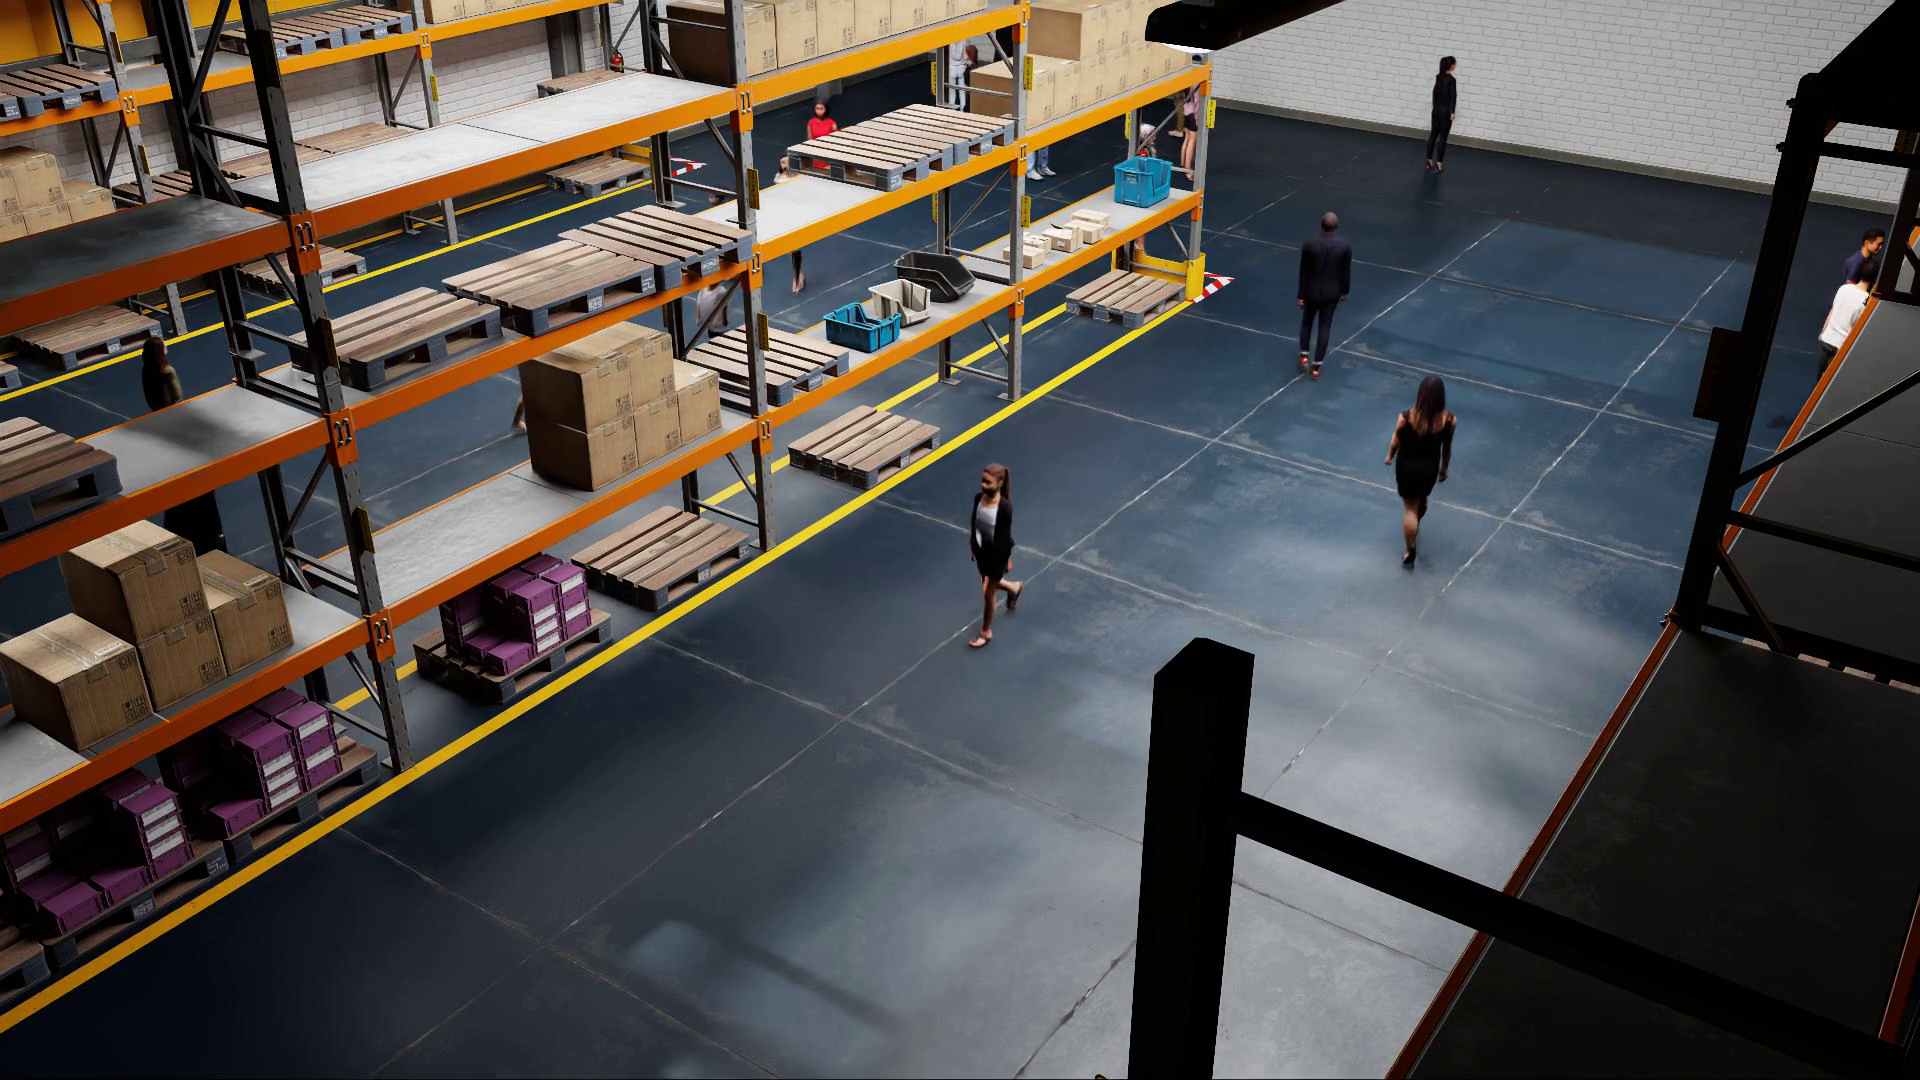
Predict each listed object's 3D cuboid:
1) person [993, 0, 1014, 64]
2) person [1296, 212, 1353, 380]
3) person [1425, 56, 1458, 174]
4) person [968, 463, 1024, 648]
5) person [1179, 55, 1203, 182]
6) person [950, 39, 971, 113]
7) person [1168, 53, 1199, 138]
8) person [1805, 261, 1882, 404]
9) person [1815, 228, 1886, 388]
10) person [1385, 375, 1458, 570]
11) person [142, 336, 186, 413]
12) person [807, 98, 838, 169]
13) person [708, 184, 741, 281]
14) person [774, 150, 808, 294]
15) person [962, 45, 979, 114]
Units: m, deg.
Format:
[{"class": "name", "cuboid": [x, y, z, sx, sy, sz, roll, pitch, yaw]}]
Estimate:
[{"class": "person", "cuboid": [0.766, -8.096, 27.957, 0.601, 1.799, 0.807, -23, 36, -36]}, {"class": "person", "cuboid": [3.888, -2.606, 17.892, 0.892, 1.799, 0.985, 6, 29, 10]}, {"class": "person", "cuboid": [7.227, -6.383, 24.908, 0.629, 1.711, 0.646, -14, 32, -25]}, {"class": "person", "cuboid": [0.305, 0.061, 13.274, 0.590, 1.539, 0.975, 21, 35, 34]}, {"class": "person", "cuboid": [3.419, -6.218, 24.502, 0.756, 1.810, 0.693, -5, 29, -8]}, {"class": "person", "cuboid": [-0.051, -7.564, 26.985, 0.659, 1.795, 0.721, -5, 29, -9]}, {"class": "person", "cuboid": [3.599, -7.404, 26.677, 0.588, 1.809, 0.789, -23, 36, -36]}, {"class": "person", "cuboid": [8.900, -2.026, 16.938, 0.852, 1.694, 0.791, -7, 29, -12]}, {"class": "person", "cuboid": [9.421, -2.464, 17.647, 0.710, 1.784, 0.465, 20, 35, 33]}, {"class": "person", "cuboid": [3.943, -0.545, 14.236, 0.965, 1.682, 1.084, 0, 29, 0]}, {"class": "person", "cuboid": [-7.478, -1.179, 15.627, 0.670, 1.462, 0.787, 13, 31, 23]}, {"class": "person", "cuboid": [-1.850, -5.148, 22.619, 0.741, 1.734, 0.825, 2, 29, 4]}, {"class": "person", "cuboid": [-2.944, -3.791, 20.665, 0.904, 1.224, 0.735, -14, 32, -24]}, {"class": "person", "cuboid": [-2.027, -3.898, 20.303, 0.751, 1.757, 0.827, 7, 29, 12]}, {"class": "person", "cuboid": [0.295, -6.756, 25.624, 1.058, 1.680, 0.998, -5, 29, -9]}]
